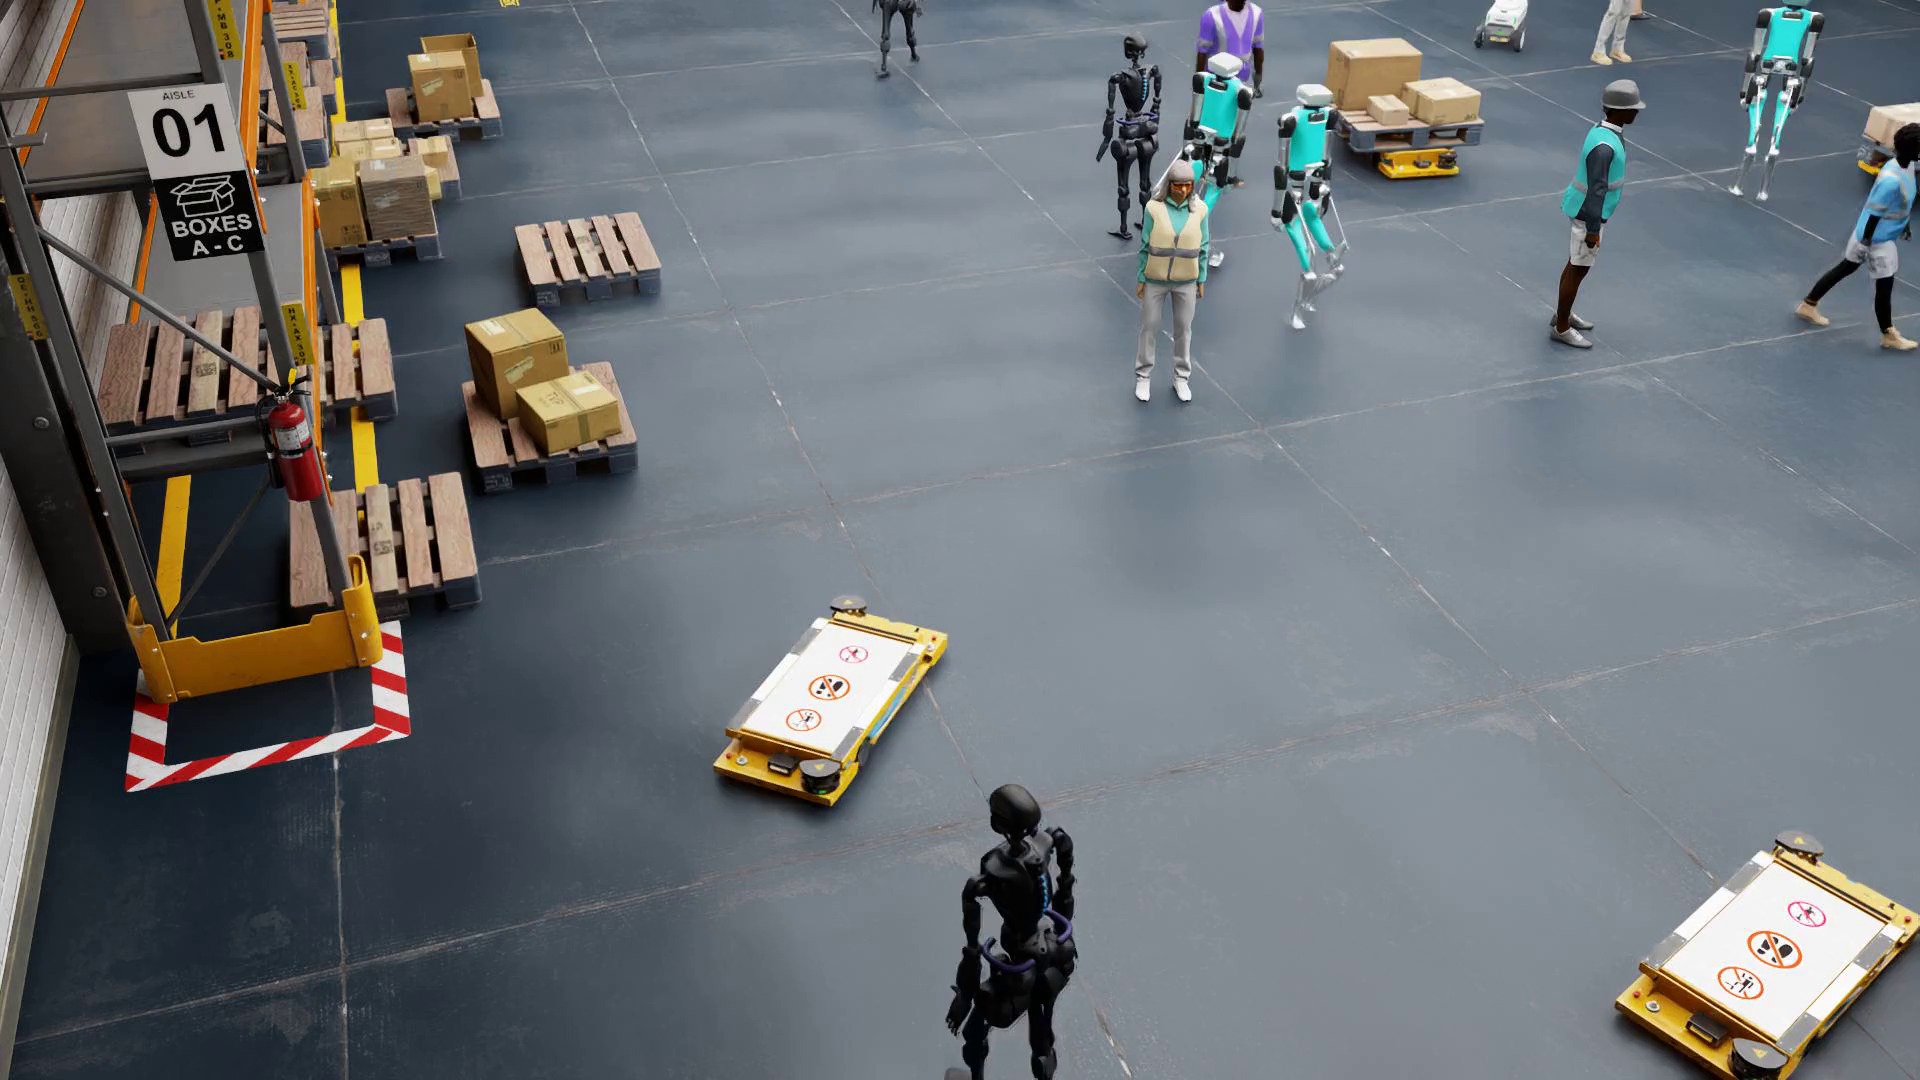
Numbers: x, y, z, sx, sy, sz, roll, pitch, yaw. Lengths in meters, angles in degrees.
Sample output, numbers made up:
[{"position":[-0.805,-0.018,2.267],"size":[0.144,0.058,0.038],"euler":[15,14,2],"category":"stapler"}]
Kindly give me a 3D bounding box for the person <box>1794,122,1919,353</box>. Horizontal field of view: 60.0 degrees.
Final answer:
[{"position":[6.640,-2.214,11.983],"size":[0.873,1.647,0.529],"euler":[19,38,26],"category":"person"}]

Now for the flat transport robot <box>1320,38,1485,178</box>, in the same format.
[{"position":[4.075,-3.729,15.577],"size":[0.659,0.231,1.431],"euler":[-6,34,-8],"category":"flat transport robot"}]

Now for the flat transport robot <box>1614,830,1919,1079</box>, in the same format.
[{"position":[3.492,1.784,7.122],"size":[1.431,0.231,0.659],"euler":[-25,41,-33],"category":"flat transport robot"}]

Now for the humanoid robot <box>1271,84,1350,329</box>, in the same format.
[{"position":[2.624,-2.389,12.180],"size":[0.554,1.777,0.694],"euler":[-21,38,-29],"category":"humanoid robot"}]

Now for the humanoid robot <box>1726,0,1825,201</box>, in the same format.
[{"position":[6.993,-3.787,14.293],"size":[0.531,1.747,0.741],"euler":[10,34,15],"category":"humanoid robot"}]

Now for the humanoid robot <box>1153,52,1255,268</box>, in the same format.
[{"position":[1.833,-2.825,12.865],"size":[0.577,1.775,0.890],"euler":[27,42,35],"category":"humanoid robot"}]

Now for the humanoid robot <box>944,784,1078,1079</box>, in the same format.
[{"position":[0.187,1.549,6.196],"size":[0.611,1.645,0.444],"euler":[-27,42,-35],"category":"humanoid robot"}]

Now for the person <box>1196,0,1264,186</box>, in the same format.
[{"position":[2.346,-4.010,14.474],"size":[0.638,1.942,0.432],"euler":[-14,36,-21],"category":"person"}]

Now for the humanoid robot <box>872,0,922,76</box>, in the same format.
[{"position":[-0.646,-5.692,17.348],"size":[0.589,1.629,0.781],"euler":[12,35,18],"category":"humanoid robot"}]

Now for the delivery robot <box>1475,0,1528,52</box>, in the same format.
[{"position":[6.043,-5.763,18.415],"size":[0.499,0.571,0.756],"euler":[15,36,21],"category":"delivery robot"}]

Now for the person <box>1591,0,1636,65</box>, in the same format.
[{"position":[7.075,-5.961,17.542],"size":[0.457,1.862,0.375],"euler":[-16,37,-23],"category":"person"}]

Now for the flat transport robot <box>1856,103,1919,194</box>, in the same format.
[{"position":[8.730,-3.162,14.708],"size":[0.659,0.231,1.431],"euler":[-8,34,-13],"category":"flat transport robot"}]

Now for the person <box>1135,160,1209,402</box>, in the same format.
[{"position":[1.423,-1.750,11.228],"size":[0.465,1.706,0.367],"euler":[0,33,0],"category":"person"}]

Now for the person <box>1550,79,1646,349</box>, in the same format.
[{"position":[4.522,-2.347,11.929],"size":[0.418,1.940,0.553],"euler":[11,35,17],"category":"person"}]

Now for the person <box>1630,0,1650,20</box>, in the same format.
[{"position":[7.864,-6.846,19.069],"size":[0.384,1.673,0.476],"euler":[-14,36,-21],"category":"person"}]

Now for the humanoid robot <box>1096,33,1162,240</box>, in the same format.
[{"position":[1.409,-3.310,13.631],"size":[0.599,1.659,0.315],"euler":[-19,37,-26],"category":"humanoid robot"}]

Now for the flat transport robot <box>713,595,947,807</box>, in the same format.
[{"position":[-0.643,0.803,8.628],"size":[0.659,0.231,1.431],"euler":[13,35,19],"category":"flat transport robot"}]
